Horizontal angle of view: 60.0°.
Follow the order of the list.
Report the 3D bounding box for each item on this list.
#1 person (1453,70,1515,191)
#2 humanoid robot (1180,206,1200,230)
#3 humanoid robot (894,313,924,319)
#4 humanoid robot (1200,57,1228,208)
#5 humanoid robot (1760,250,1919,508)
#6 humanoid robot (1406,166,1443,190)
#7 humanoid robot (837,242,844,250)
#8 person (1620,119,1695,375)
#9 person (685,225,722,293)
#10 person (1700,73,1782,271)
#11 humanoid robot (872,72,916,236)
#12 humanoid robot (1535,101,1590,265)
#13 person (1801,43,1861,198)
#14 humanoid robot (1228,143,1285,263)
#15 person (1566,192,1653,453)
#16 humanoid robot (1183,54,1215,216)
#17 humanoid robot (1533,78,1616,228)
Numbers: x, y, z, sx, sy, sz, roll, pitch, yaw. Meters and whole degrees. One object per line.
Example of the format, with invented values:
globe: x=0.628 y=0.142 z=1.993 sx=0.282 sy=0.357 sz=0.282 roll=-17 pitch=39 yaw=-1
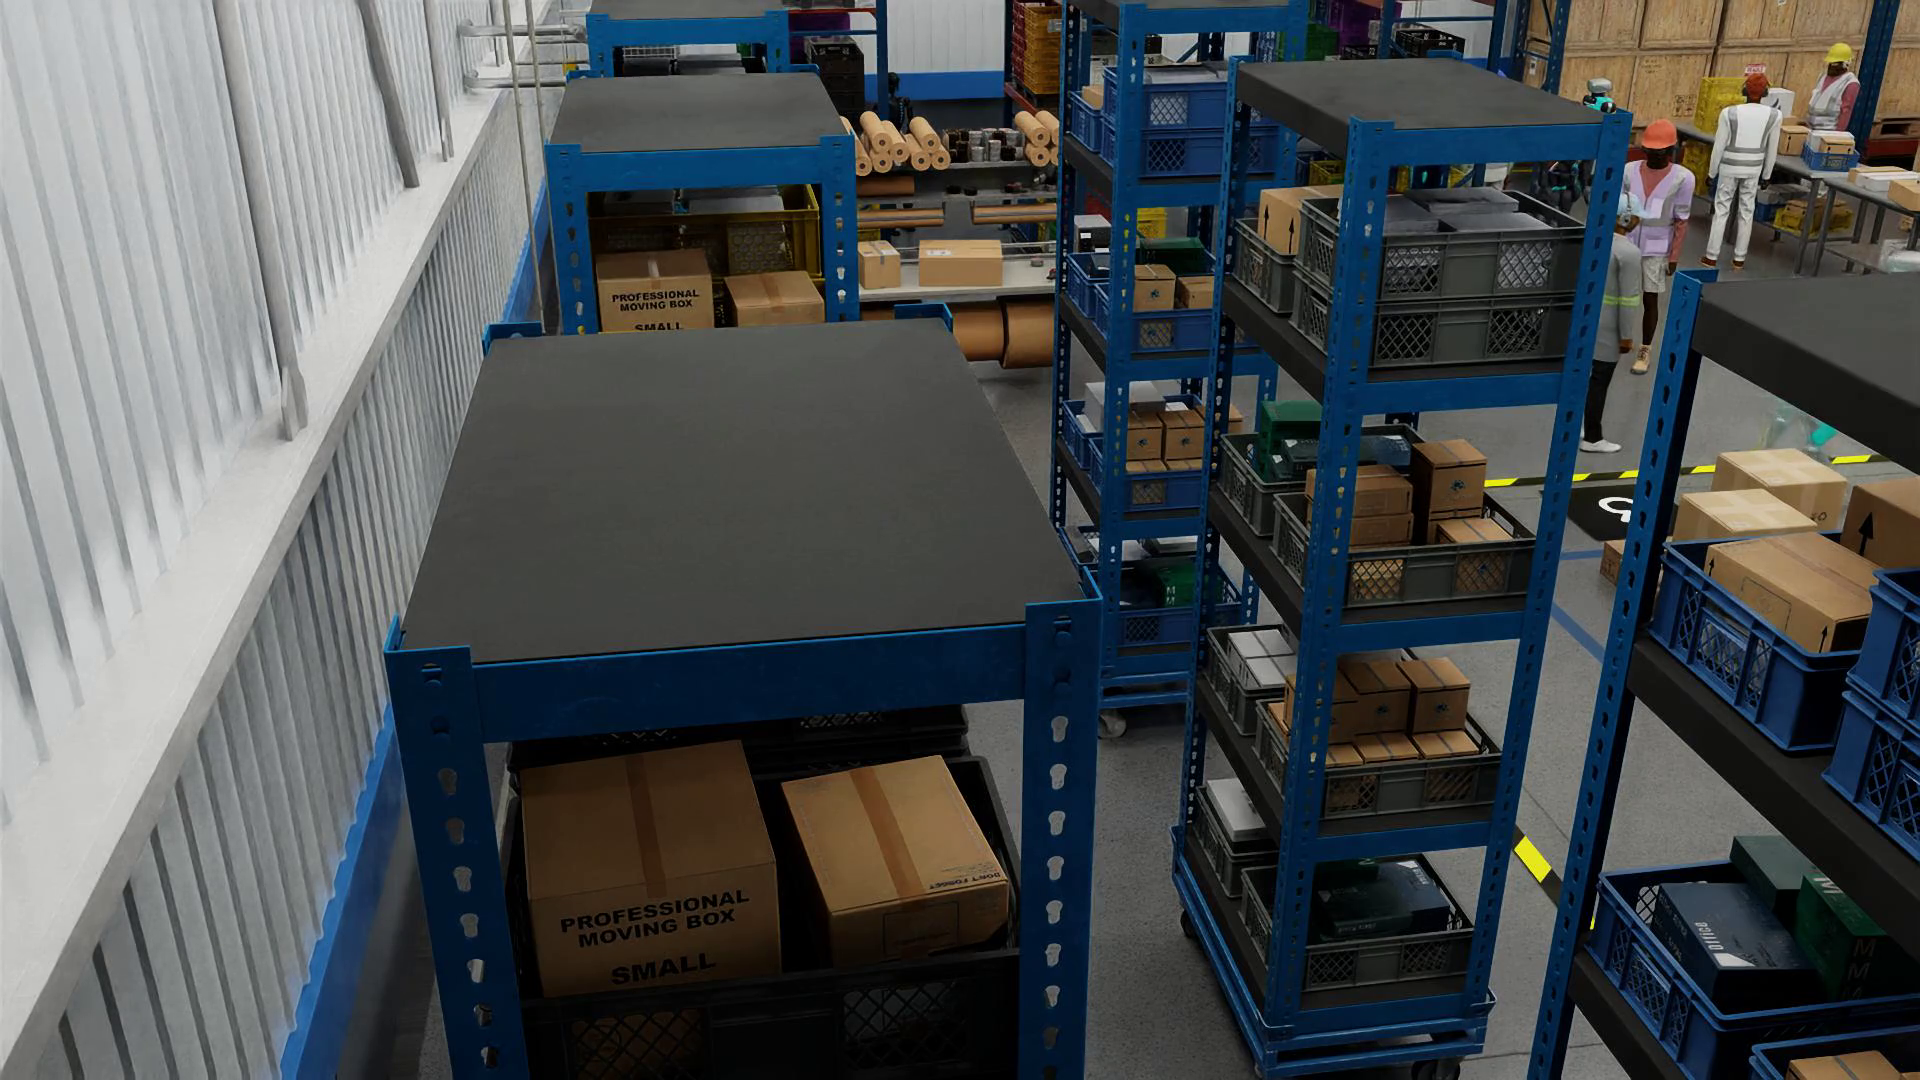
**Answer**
person: x=5.001 y=-3.496 z=15.888 sx=0.613 sy=1.946 sz=0.386 roll=-7 pitch=26 yaw=-16
humanoid robot: x=2.494 y=-4.191 z=17.643 sx=0.530 sy=1.771 sz=0.762 roll=-8 pitch=26 yaw=-17
humanoid robot: x=-0.240 y=-0.546 z=9.798 sx=0.397 sy=1.639 sz=0.609 roll=17 pitch=30 yaw=33
humanoid robot: x=2.868 y=-4.518 z=18.430 sx=0.603 sy=1.643 sz=0.378 roll=-4 pitch=25 yaw=-8
humanoid robot: x=5.644 y=-1.070 z=10.903 sx=0.979 sy=1.765 sz=0.556 roll=15 pitch=29 yaw=29
humanoid robot: x=4.169 y=-2.704 z=14.427 sx=1.040 sy=1.730 sz=0.543 roll=-6 pitch=25 yaw=-13
humanoid robot: x=-1.093 y=-2.289 z=13.633 sx=0.524 sy=1.644 sz=0.587 roll=-6 pitch=25 yaw=-12
person: x=5.436 y=-2.326 z=13.252 sx=0.605 sy=2.035 sz=0.407 roll=18 pitch=30 yaw=34
person: x=-1.734 y=-1.369 z=11.400 sx=0.431 sy=1.840 sz=0.622 roll=-13 pitch=28 yaw=-25
person: x=7.538 y=-3.548 z=16.078 sx=0.584 sy=1.881 sz=0.341 roll=5 pitch=25 yaw=11
humanoid robot: x=-0.692 y=-4.033 z=17.364 sx=0.599 sy=1.655 sz=0.315 roll=-21 pitch=32 yaw=-37
humanoid robot: x=5.830 y=-3.415 z=16.087 sx=0.610 sy=1.642 sz=0.557 roll=-9 pitch=26 yaw=-18
person: x=9.502 y=-4.526 z=18.272 sx=0.404 sy=1.824 sz=0.595 roll=-4 pitch=25 yaw=-9
humanoid robot: x=2.611 y=-2.831 z=14.763 sx=0.612 sy=1.641 sz=0.370 roll=-3 pitch=25 yaw=-5
person: x=4.556 y=-1.531 z=11.738 sx=0.396 sy=1.848 sz=0.587 roll=-8 pitch=26 yaw=-17
humanoid robot: x=2.692 y=-4.406 z=18.086 sx=0.545 sy=1.764 sz=0.676 roll=18 pitch=30 yaw=34
humanoid robot: x=5.983 y=-3.687 z=16.435 sx=0.736 sy=1.692 sz=0.530 roll=-2 pitch=25 yaw=-4
